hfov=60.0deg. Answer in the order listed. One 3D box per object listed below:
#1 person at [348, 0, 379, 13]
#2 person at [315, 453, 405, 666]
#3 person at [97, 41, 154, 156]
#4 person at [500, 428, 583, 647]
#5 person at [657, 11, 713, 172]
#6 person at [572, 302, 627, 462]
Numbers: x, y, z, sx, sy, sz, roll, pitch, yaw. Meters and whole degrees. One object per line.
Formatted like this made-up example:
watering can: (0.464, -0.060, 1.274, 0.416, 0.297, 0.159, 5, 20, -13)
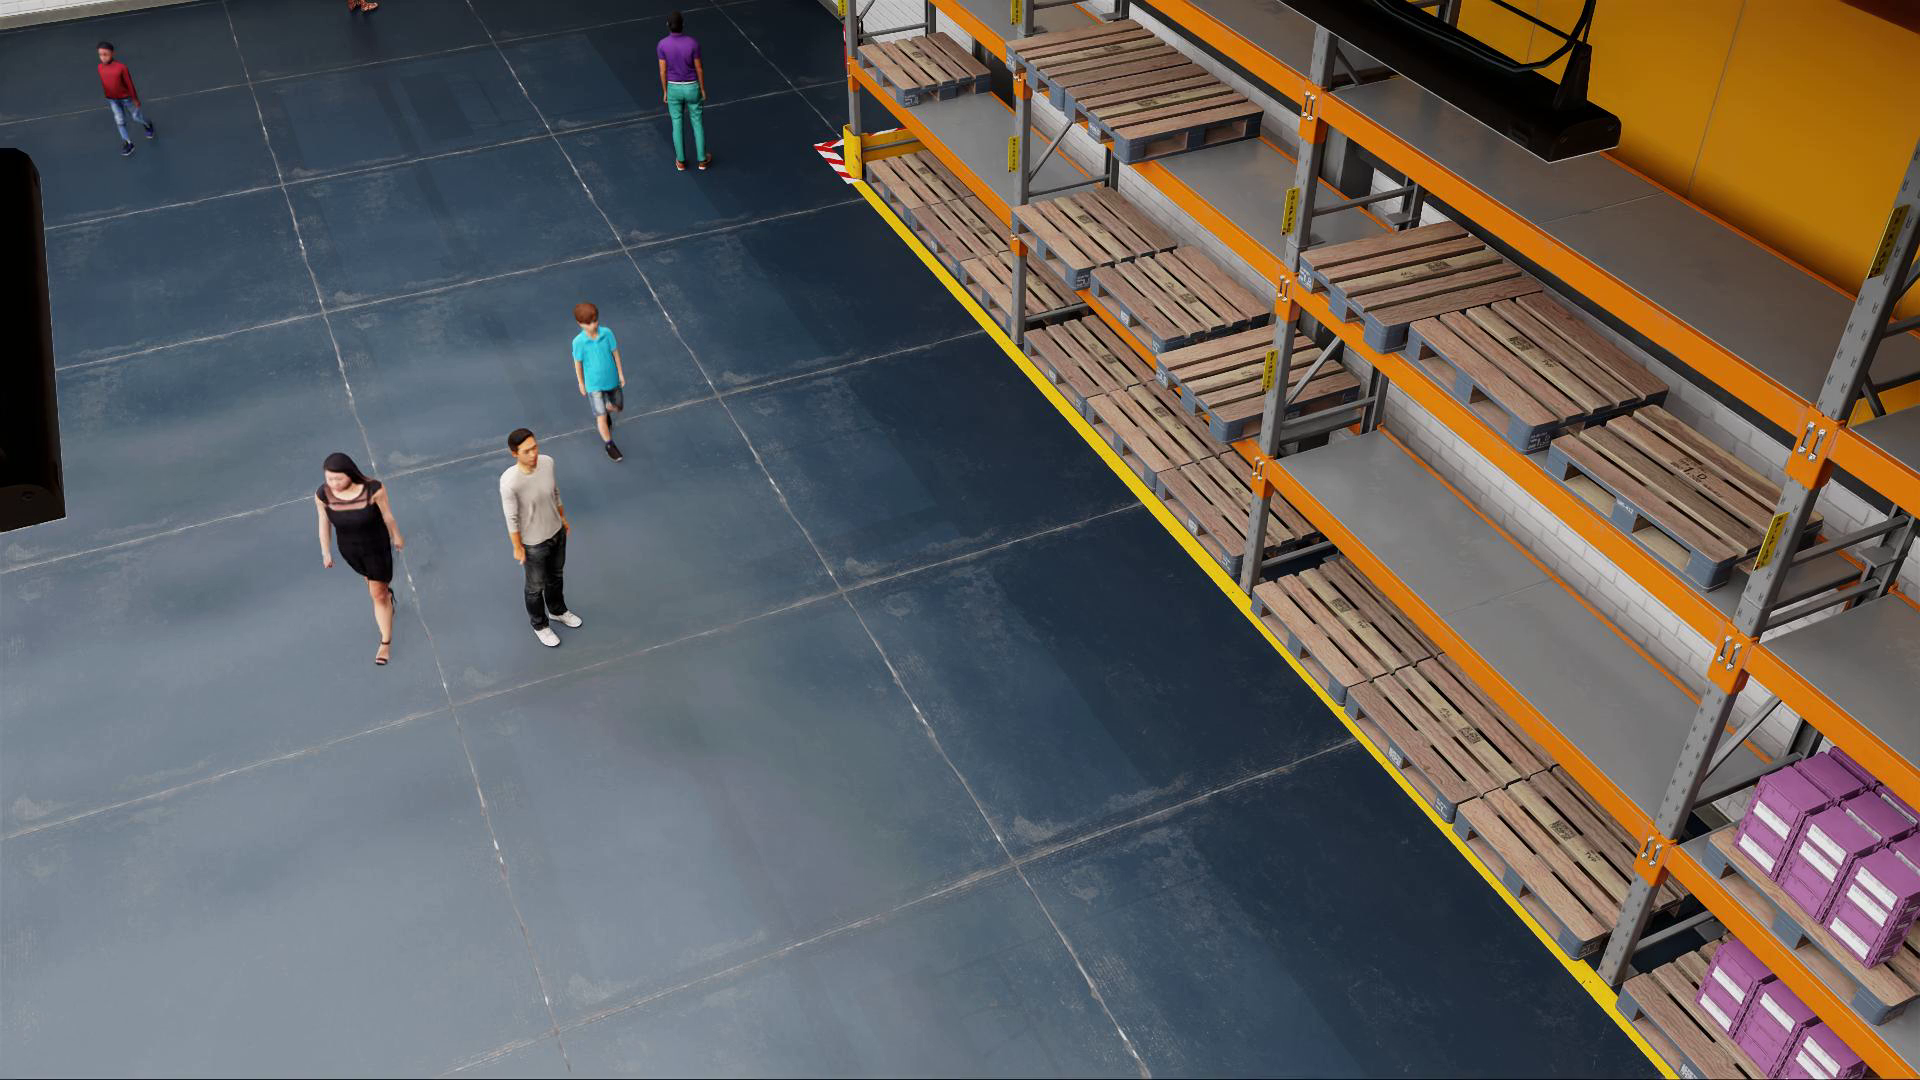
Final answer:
person: (-8.023, -7.776, 21.720, 0.650, 1.719, 0.727, 16, 41, 19)
person: (-4.274, 0.020, 11.997, 0.936, 1.672, 1.160, -2, 39, -3)
person: (-9.367, -4.991, 18.620, 0.708, 1.236, 0.890, 0, 39, 0)
person: (-3.038, -0.056, 11.979, 0.724, 1.811, 0.733, 23, 44, 26)
person: (-2.996, -4.876, 18.049, 0.699, 1.768, 0.690, -3, 39, -4)
person: (-3.030, -1.387, 13.947, 0.597, 1.436, 0.846, -21, 43, -24)
